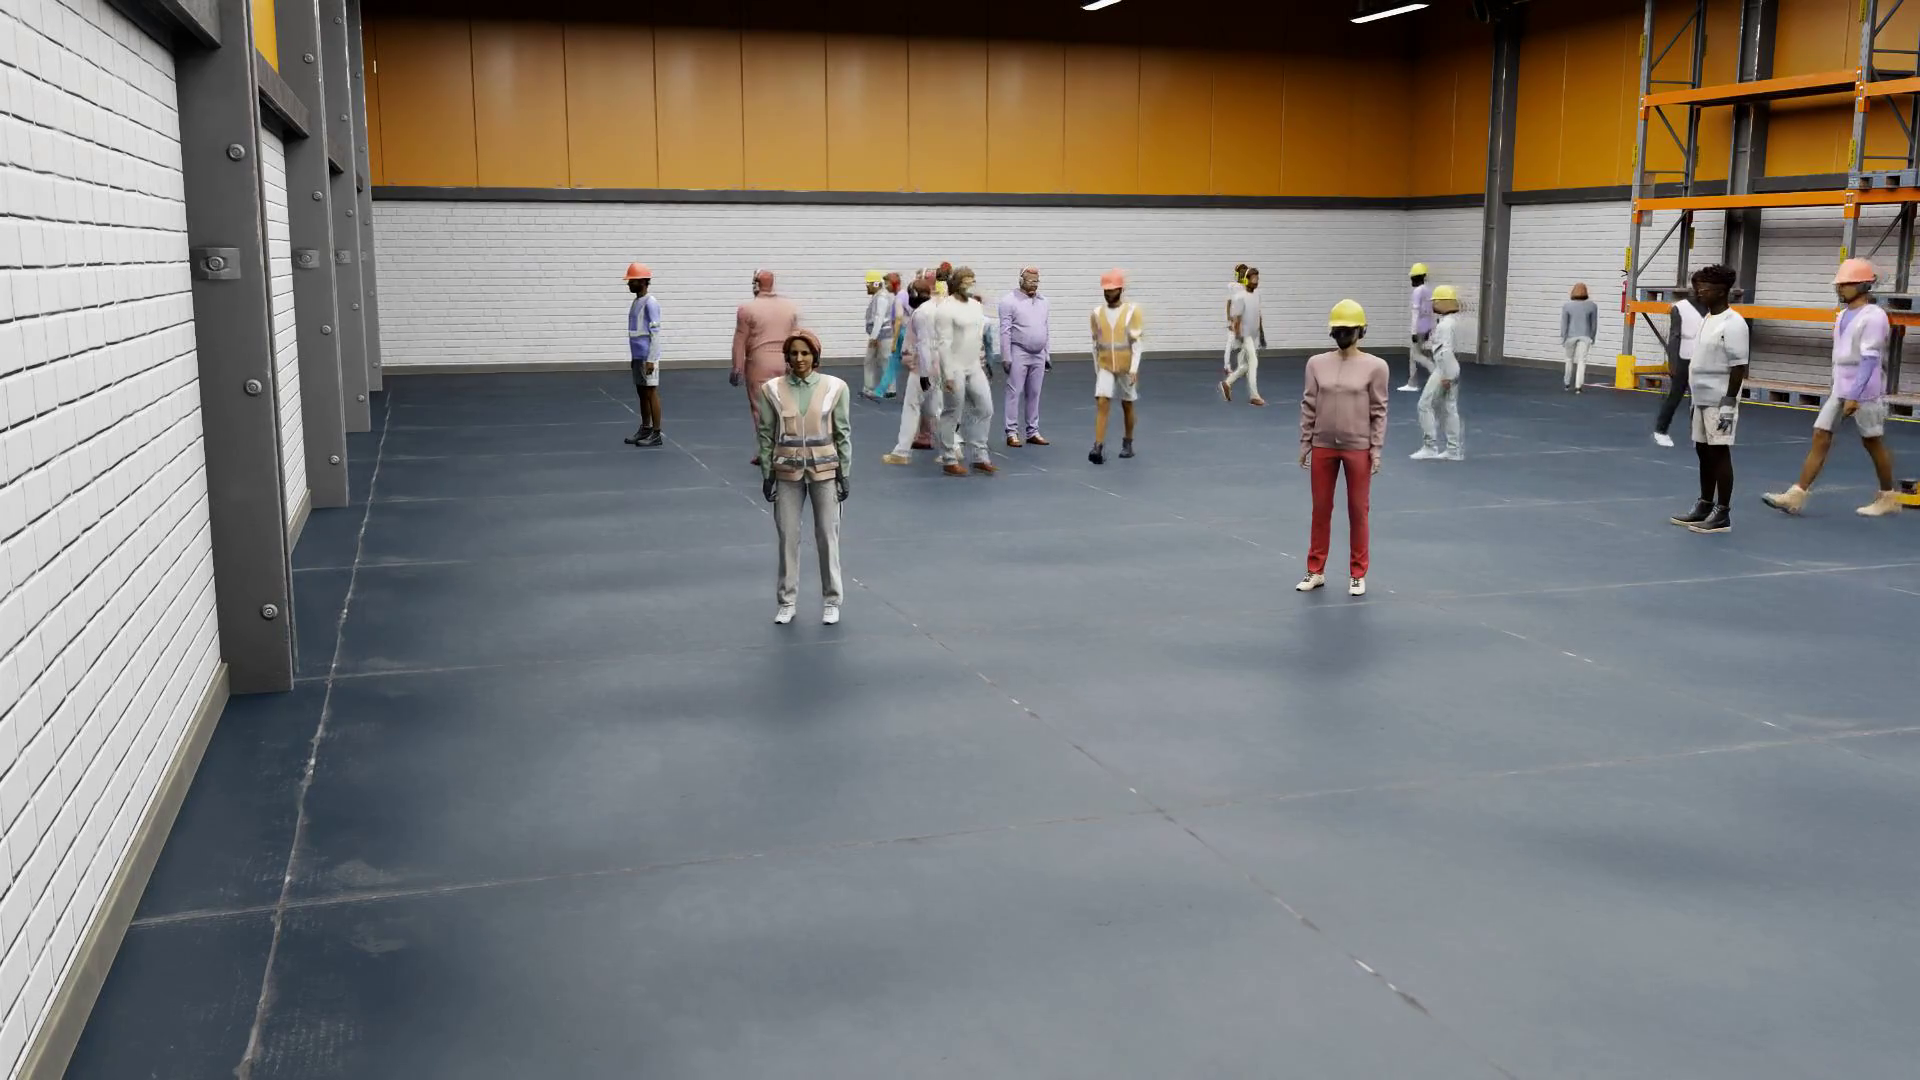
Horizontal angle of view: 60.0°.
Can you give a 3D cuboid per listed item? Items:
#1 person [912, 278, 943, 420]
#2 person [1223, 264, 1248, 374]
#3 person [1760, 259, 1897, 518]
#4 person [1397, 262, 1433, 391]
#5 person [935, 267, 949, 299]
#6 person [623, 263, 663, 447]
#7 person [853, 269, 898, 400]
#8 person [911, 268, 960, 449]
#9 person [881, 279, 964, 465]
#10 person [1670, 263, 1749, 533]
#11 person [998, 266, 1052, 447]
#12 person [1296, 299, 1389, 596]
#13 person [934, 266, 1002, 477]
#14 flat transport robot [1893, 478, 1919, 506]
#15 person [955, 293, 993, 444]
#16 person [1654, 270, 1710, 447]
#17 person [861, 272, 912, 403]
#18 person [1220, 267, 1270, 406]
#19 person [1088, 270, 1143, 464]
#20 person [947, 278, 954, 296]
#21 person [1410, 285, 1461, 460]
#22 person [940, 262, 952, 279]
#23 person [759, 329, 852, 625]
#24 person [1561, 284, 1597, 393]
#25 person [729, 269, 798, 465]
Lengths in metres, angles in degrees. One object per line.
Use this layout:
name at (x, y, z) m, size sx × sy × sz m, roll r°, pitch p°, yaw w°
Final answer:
person at (-0.386, -2.291, 19.904) m, size 0.506 × 1.820 × 0.974 m, roll -9°, pitch 13°, yaw -41°
person at (4.708, -3.719, 28.075) m, size 0.508 × 1.856 × 0.354 m, roll -4°, pitch 11°, yaw -23°
person at (6.804, -1.149, 12.778) m, size 1.045 × 1.985 × 0.633 m, roll 0°, pitch 10°, yaw -3°
person at (6.818, -3.110, 24.403) m, size 0.706 × 1.908 × 0.593 m, roll 6°, pitch 12°, yaw 33°
person at (-0.301, -3.489, 26.807) m, size 0.638 × 1.825 × 0.661 m, roll 5°, pitch 11°, yaw 28°
person at (-3.371, -1.957, 17.619) m, size 0.368 × 1.937 × 0.551 m, roll -6°, pitch 12°, yaw -33°
person at (-1.210, -2.846, 23.128) m, size 0.724 × 1.801 × 0.618 m, roll -3°, pitch 10°, yaw -15°
person at (-0.294, -1.852, 17.144) m, size 0.605 × 1.888 × 0.652 m, roll 4°, pitch 11°, yaw 22°
person at (-0.336, -1.619, 16.102) m, size 0.781 × 1.792 × 0.692 m, roll 1°, pitch 10°, yaw 8°
person at (5.524, -1.037, 12.201) m, size 0.362 × 1.963 × 0.614 m, roll 0°, pitch 10°, yaw 2°
person at (0.714, -1.938, 17.609) m, size 0.638 × 1.903 × 0.409 m, roll -7°, pitch 12°, yaw -35°
person at (2.282, -0.549, 9.961) m, size 0.531 × 1.767 × 0.319 m, roll 5°, pitch 11°, yaw 28°
person at (0.089, -1.506, 15.052) m, size 0.714 × 1.917 × 0.666 m, roll 8°, pitch 12°, yaw 38°
flat transport robot at (8.202, -0.331, 13.016) m, size 0.652 × 0.197 × 1.431 m, roll -7°, pitch 12°, yaw -34°
person at (0.090, -1.848, 17.879) m, size 0.525 × 1.626 × 0.326 m, roll -4°, pitch 11°, yaw -23°
person at (7.581, -1.860, 17.233) m, size 0.599 × 1.876 × 1.007 m, roll -2°, pitch 10°, yaw -9°
person at (-0.830, -2.674, 22.222) m, size 0.992 × 1.772 × 0.635 m, roll 0°, pitch 10°, yaw 2°
person at (3.863, -2.746, 22.431) m, size 0.782 × 1.849 × 0.522 m, roll 8°, pitch 13°, yaw 38°
person at (1.519, -1.690, 16.281) m, size 0.549 × 1.876 × 1.041 m, roll 4°, pitch 10°, yaw 20°
person at (-0.034, -2.928, 23.987) m, size 0.424 × 1.680 × 0.533 m, roll 4°, pitch 11°, yaw 23°
person at (4.705, -1.643, 16.413) m, size 0.596 × 1.722 × 0.489 m, roll 5°, pitch 11°, yaw 25°
person at (-0.231, -3.899, 28.999) m, size 0.573 × 1.887 × 0.354 m, roll -3°, pitch 10°, yaw -14°
person at (-0.847, -0.340, 9.147) m, size 0.509 × 1.629 × 0.314 m, roll 0°, pitch 10°, yaw 0°
person at (9.082, -2.960, 24.436) m, size 0.502 × 1.584 × 0.878 m, roll 4°, pitch 10°, yaw 20°
person at (-1.888, -1.654, 16.010) m, size 0.654 × 1.891 × 0.460 m, roll -9°, pitch 13°, yaw -42°
